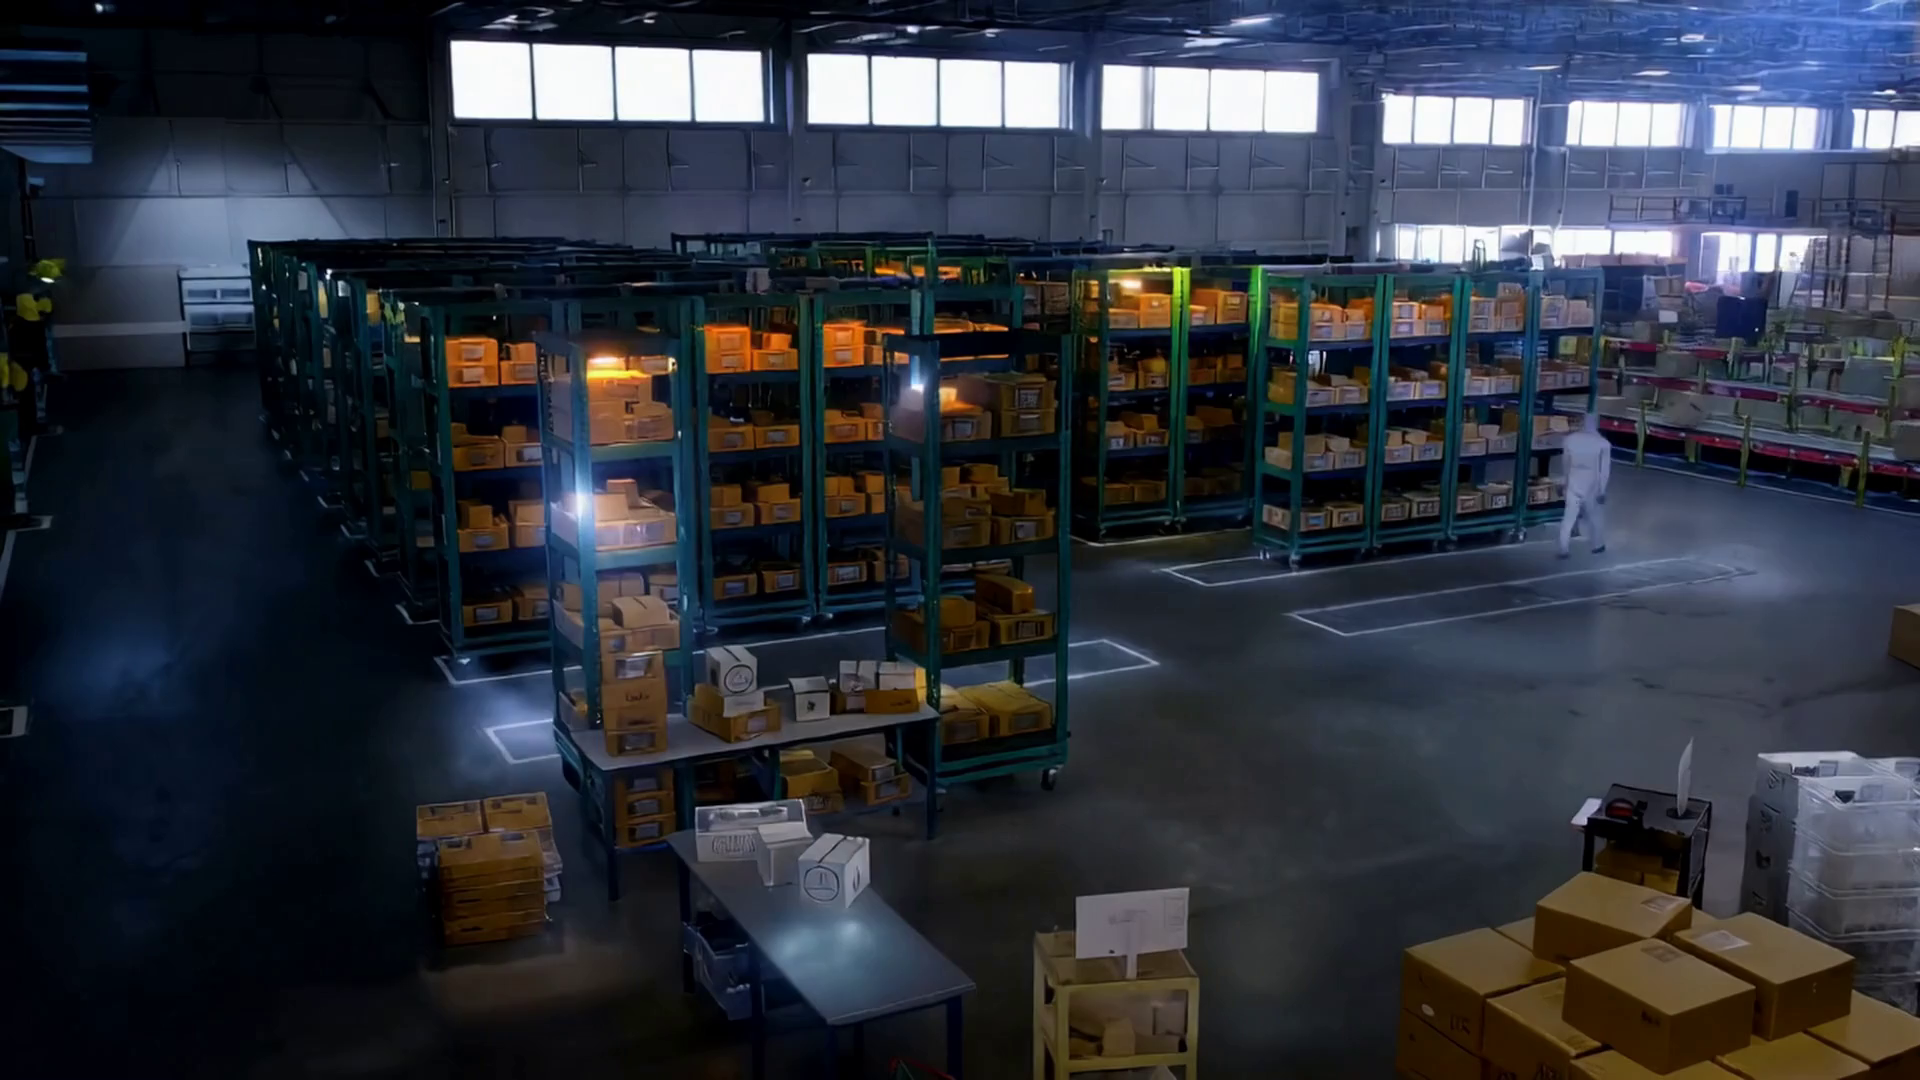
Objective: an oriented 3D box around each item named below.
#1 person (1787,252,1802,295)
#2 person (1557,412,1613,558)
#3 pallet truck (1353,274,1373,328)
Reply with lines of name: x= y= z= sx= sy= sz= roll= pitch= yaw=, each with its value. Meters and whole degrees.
person: x=35.845 y=-11.458 z=71.556 sx=0.587 sy=1.854 sz=0.906 roll=-7 pitch=14 yaw=-29
person: x=7.961 y=-0.696 z=21.204 sx=0.663 sy=1.855 sz=1.007 roll=11 pitch=17 yaw=43
pallet truck: x=13.011 y=-8.050 z=55.243 sx=0.823 sy=1.965 sz=1.885 roll=-7 pitch=14 yaw=-28
